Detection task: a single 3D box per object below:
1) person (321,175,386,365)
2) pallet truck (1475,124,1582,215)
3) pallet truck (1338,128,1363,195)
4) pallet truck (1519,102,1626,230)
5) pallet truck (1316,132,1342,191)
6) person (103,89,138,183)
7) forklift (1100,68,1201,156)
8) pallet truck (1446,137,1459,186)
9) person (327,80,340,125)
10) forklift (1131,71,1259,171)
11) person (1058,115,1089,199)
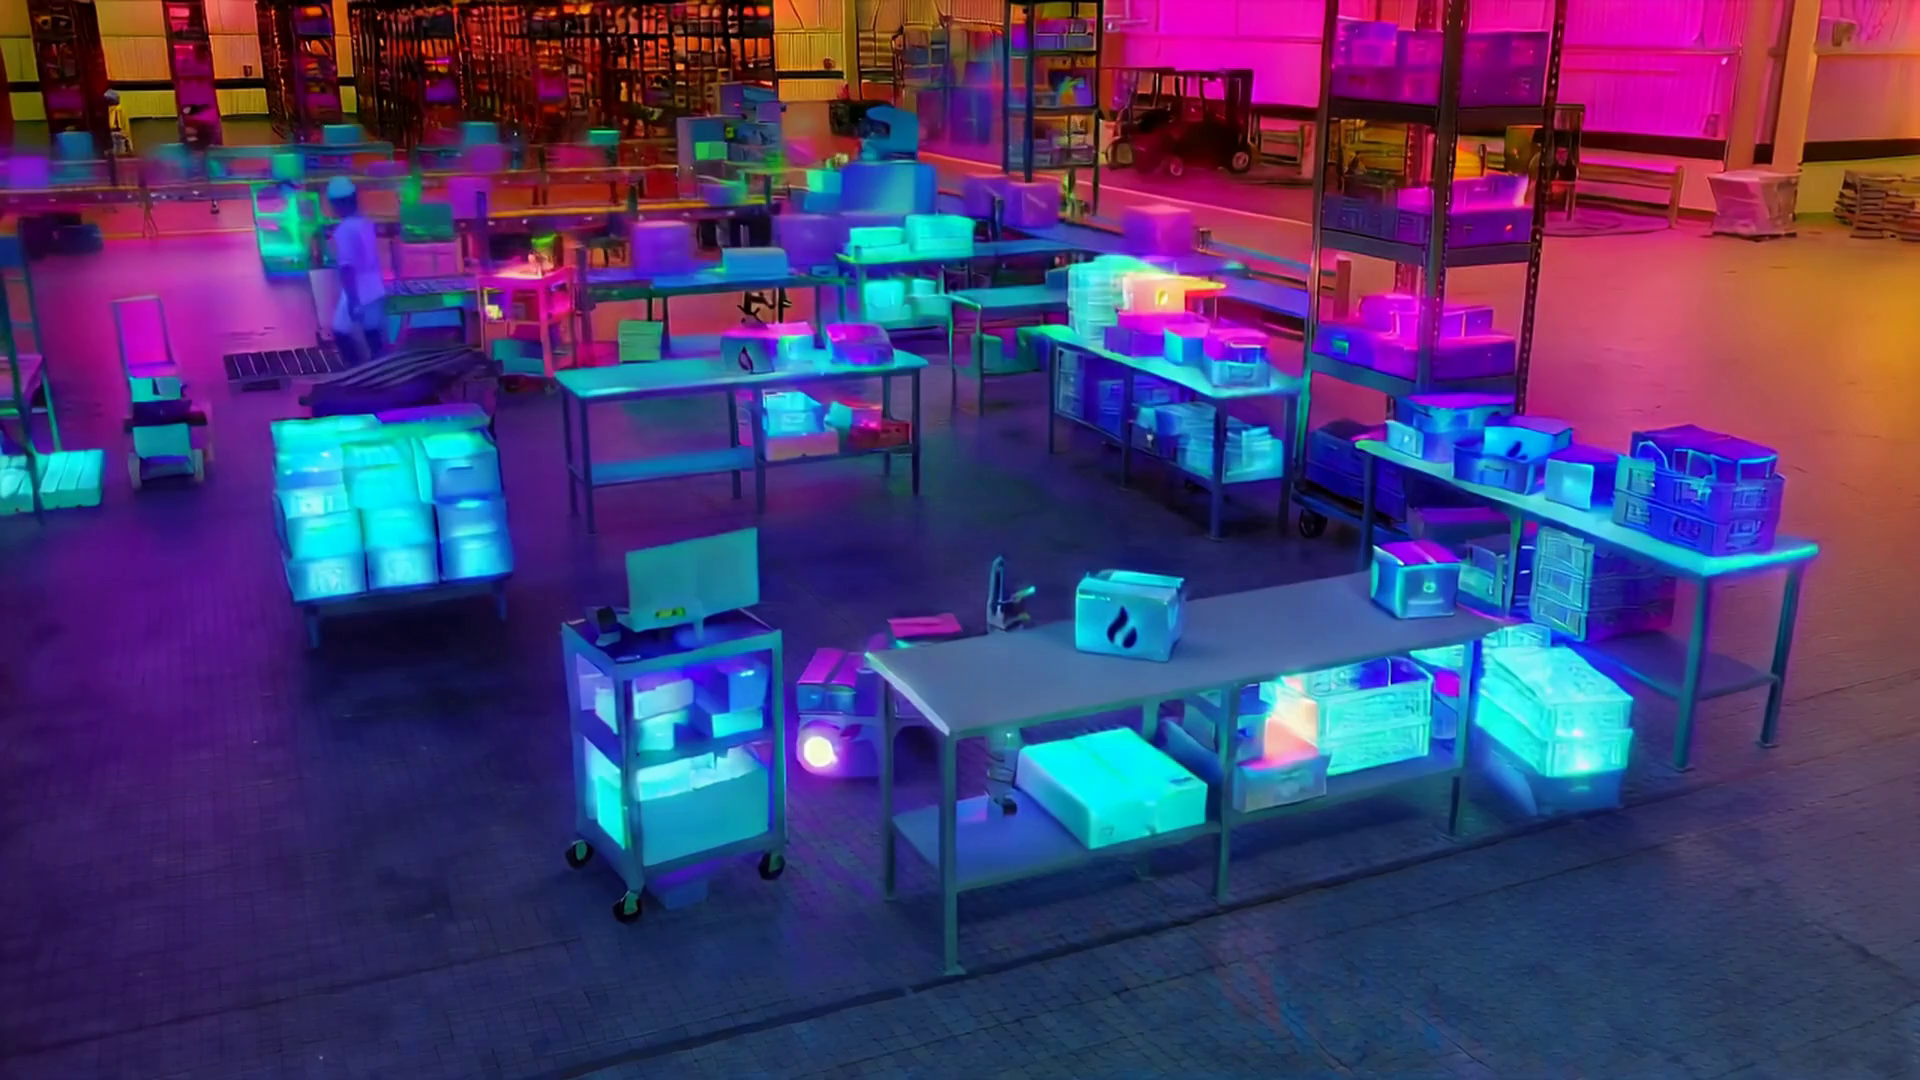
[{"bbox_3d":[-5.239,-2.140,14.473,0.448,2.029,0.631,3,18,8],"label":"person"},{"bbox_3d":[9.707,-6.455,28.103,1.885,1.965,0.823,-7,19,-20],"label":"pallet truck"},{"bbox_3d":[7.845,-7.140,31.411,1.522,1.261,0.704,-9,20,-25],"label":"pallet truck"},{"bbox_3d":[9.972,-6.037,26.785,1.885,1.965,0.823,-9,20,-25],"label":"pallet truck"},{"bbox_3d":[7.723,-7.504,32.656,1.601,1.201,0.680,-8,19,-23],"label":"pallet truck"},{"bbox_3d":[-16.291,-7.761,32.301,0.608,1.943,0.402,17,24,42],"label":"person"},{"bbox_3d":[4.082,-9.564,37.410,2.680,1.987,1.157,-8,19,-23],"label":"forklift"},{"bbox_3d":[9.184,-6.485,29.328,1.630,1.274,0.653,-8,19,-23],"label":"pallet truck"},{"bbox_3d":[-16.715,-11.542,44.373,0.389,1.846,0.567,-2,18,-7],"label":"person"},{"bbox_3d":[4.998,-8.936,35.413,2.680,1.987,1.157,-9,20,-25],"label":"forklift"},{"bbox_3d":[1.734,-5.699,25.938,0.640,1.867,0.950,-10,20,-30],"label":"person"}]
